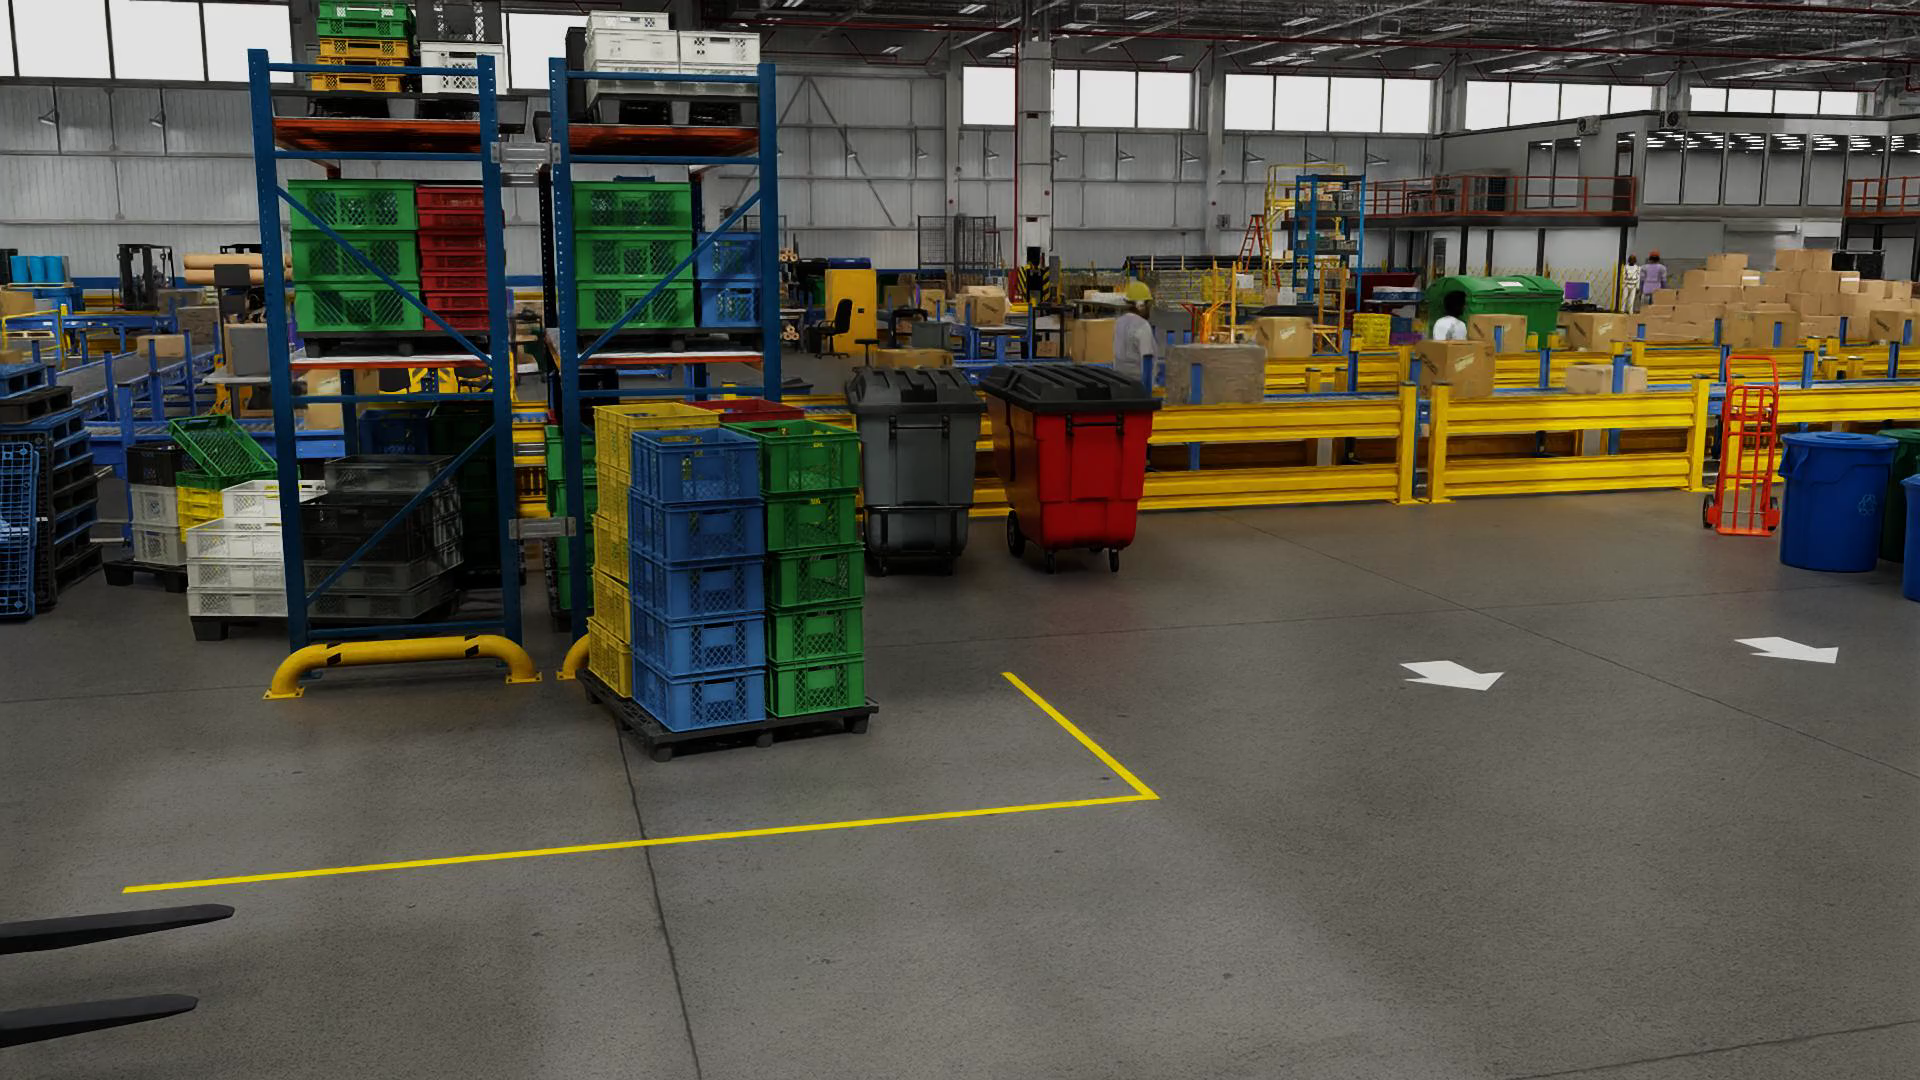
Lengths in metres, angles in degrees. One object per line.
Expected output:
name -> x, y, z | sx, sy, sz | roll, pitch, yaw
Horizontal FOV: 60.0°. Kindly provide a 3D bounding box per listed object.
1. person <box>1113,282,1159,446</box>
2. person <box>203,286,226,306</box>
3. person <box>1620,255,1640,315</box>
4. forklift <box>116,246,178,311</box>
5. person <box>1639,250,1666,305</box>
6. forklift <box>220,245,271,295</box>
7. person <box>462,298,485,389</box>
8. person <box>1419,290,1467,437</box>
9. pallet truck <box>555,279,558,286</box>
person -> 1.599, -1.515, 15.611 | 0.883, 1.804, 0.593 | -3, 10, -15
person -> -16.610, -5.344, 37.169 | 0.591, 1.837, 0.403 | 4, 11, 21
person -> 19.446, -7.334, 48.296 | 0.572, 1.887, 0.354 | 0, 10, 0
forklift -> -19.966, -6.232, 40.894 | 1.157, 1.987, 2.680 | -3, 10, -15
person -> 17.260, -6.203, 41.476 | 0.605, 2.034, 0.397 | 4, 11, 23
forklift -> -17.749, -6.334, 41.440 | 1.157, 1.987, 2.680 | -3, 10, -17
person -> -7.227, -3.108, 24.774 | 0.395, 1.740, 0.544 | 6, 11, 29
person -> 5.016, -1.761, 17.321 | 0.519, 1.686, 0.543 | -2, 10, -14
pallet truck -> -10.604, -6.375, 44.520 | 0.653, 1.274, 1.630 | -3, 10, -15
